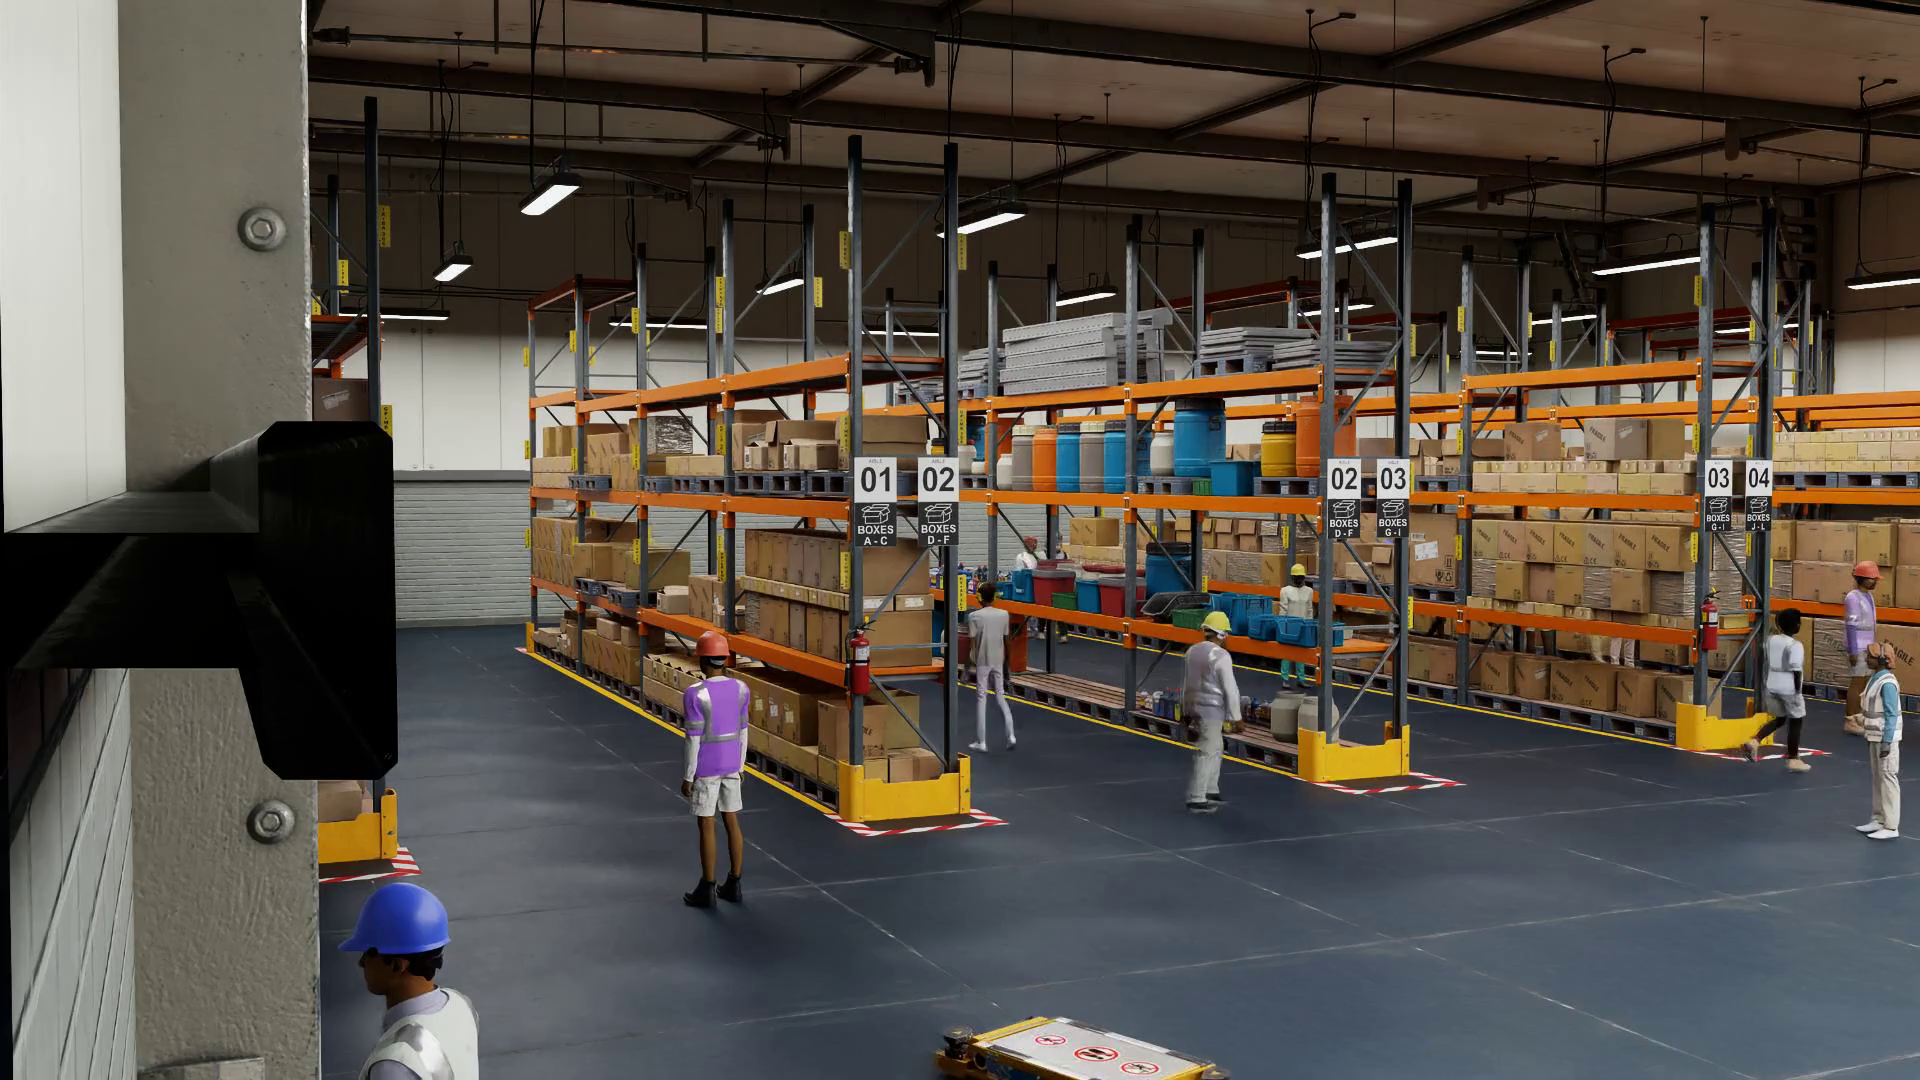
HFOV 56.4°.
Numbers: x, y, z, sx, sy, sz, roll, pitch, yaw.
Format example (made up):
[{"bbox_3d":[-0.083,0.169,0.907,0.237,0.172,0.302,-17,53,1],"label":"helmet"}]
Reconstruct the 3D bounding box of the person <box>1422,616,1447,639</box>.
[{"bbox_3d":[8.054,0.966,30.260,0.559,1.899,0.898,-1,2,-16],"label":"person"}]

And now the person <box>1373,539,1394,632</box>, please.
[{"bbox_3d":[7.195,0.952,30.027,0.622,1.934,0.594,-1,2,-19],"label":"person"}]

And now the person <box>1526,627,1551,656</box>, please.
[{"bbox_3d":[8.649,1.021,26.917,0.610,2.040,0.394,0,2,-2],"label":"person"}]

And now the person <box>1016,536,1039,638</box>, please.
[{"bbox_3d":[1.310,0.868,33.040,0.597,1.867,0.473,-1,2,-25],"label":"person"}]

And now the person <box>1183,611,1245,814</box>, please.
[{"bbox_3d":[2.318,1.549,16.176,0.675,1.805,0.612,-1,2,-23],"label":"person"}]

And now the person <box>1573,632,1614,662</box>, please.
[{"bbox_3d":[8.895,1.296,25.287,0.532,1.594,0.790,-1,2,-21],"label":"person"}]

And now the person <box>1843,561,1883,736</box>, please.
[{"bbox_3d":[10.569,1.255,20.966,0.415,2.033,0.622,2,3,44],"label":"person"}]

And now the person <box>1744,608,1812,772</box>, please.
[{"bbox_3d":[8.387,1.528,18.313,0.569,1.676,0.540,0,2,-10],"label":"person"}]

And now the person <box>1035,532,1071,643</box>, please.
[{"bbox_3d":[1.674,0.834,32.347,0.693,2.000,0.996,-1,2,-14],"label":"person"}]

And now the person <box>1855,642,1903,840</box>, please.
[{"bbox_3d":[7.716,1.675,15.001,0.315,1.641,0.514,1,2,14],"label":"person"}]

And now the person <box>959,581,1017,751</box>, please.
[{"bbox_3d":[0.306,1.388,19.631,0.628,1.868,0.561,-1,2,-21],"label":"person"}]

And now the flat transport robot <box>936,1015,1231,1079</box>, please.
[{"bbox_3d":[0.603,2.607,8.821,0.652,0.197,1.431,-2,3,-43],"label":"flat transport robot"}]

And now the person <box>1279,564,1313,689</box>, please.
[{"bbox_3d":[4.775,1.217,25.354,0.533,1.767,0.326,-1,2,-17],"label":"person"}]

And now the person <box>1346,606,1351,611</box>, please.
[{"bbox_3d":[6.621,0.939,31.430,0.591,1.854,0.854,-1,2,-25],"label":"person"}]

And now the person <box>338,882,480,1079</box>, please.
[{"bbox_3d":[-1.502,1.909,4.927,0.384,1.949,0.604,0,2,-3],"label":"person"}]

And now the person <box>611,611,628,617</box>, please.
[{"bbox_3d":[-5.873,0.911,31.083,0.619,1.937,0.539,-1,3,-33],"label":"person"}]

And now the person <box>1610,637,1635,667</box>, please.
[{"bbox_3d":[9.884,1.056,26.567,0.612,1.997,0.375,-1,2,-23],"label":"person"}]

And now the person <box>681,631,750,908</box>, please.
[{"bbox_3d":[-1.755,1.615,12.750,0.354,1.939,0.545,2,3,44],"label":"person"}]

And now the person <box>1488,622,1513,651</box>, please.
[{"bbox_3d":[8.160,1.090,26.823,0.623,1.900,0.748,-1,2,-23],"label":"person"}]
